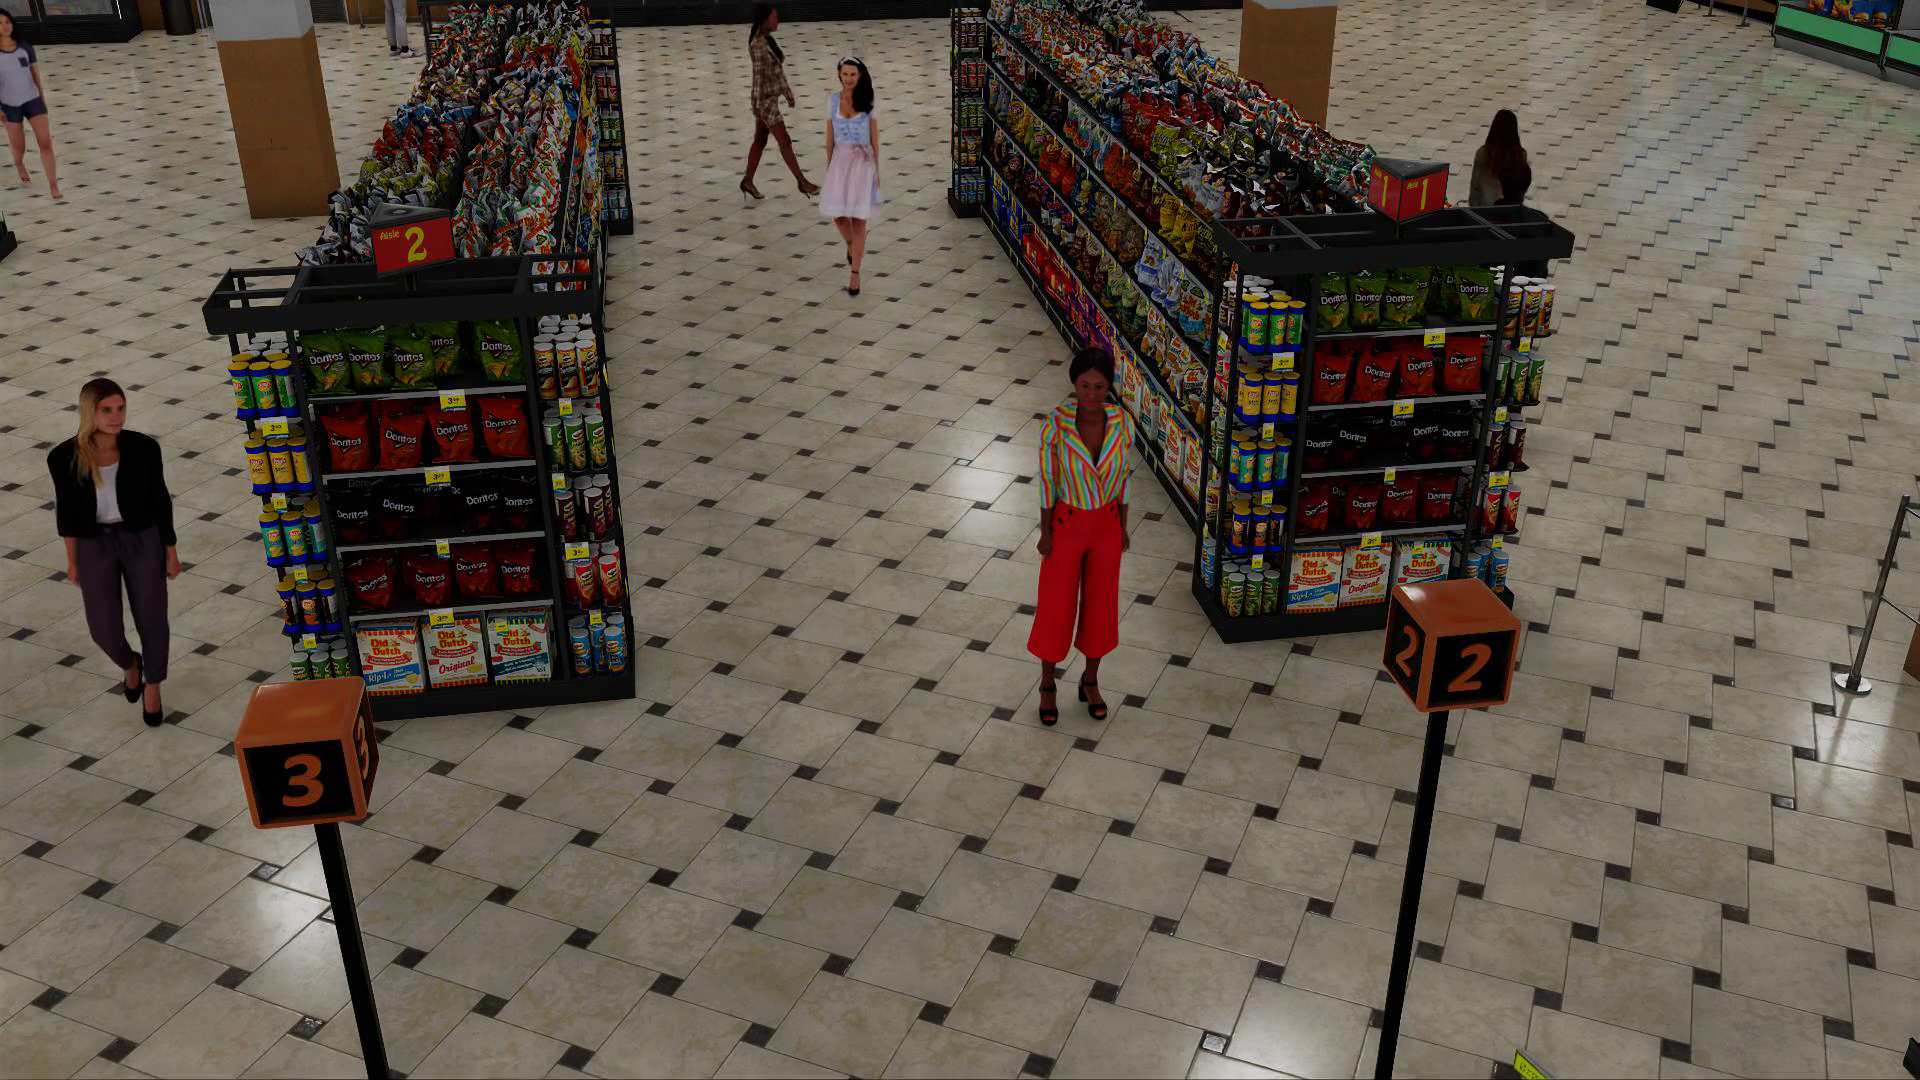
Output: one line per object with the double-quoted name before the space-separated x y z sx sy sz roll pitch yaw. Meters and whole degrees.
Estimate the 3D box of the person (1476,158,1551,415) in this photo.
"person" 3.176 -1.347 9.868 0.723 1.838 0.557 -3 27 -7

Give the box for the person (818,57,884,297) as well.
"person" -0.806 -2.797 12.764 0.768 1.805 0.928 2 27 3

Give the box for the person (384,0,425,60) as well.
"person" -7.270 -7.141 21.271 0.778 1.859 0.850 19 33 33

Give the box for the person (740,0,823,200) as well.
"person" -1.825 -3.922 15.034 0.860 1.758 1.056 4 27 7

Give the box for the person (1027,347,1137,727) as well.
"person" 0.539 0.002 7.260 0.601 1.792 0.534 -6 27 -11

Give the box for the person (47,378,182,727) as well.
"person" -3.674 0.052 7.315 0.703 1.652 0.716 -11 29 -20

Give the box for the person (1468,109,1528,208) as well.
"person" 4.018 -2.440 12.469 0.746 1.436 1.058 2 27 3

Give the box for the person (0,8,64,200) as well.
"person" -8.658 -4.018 15.309 0.913 1.681 1.115 -20 33 -34
